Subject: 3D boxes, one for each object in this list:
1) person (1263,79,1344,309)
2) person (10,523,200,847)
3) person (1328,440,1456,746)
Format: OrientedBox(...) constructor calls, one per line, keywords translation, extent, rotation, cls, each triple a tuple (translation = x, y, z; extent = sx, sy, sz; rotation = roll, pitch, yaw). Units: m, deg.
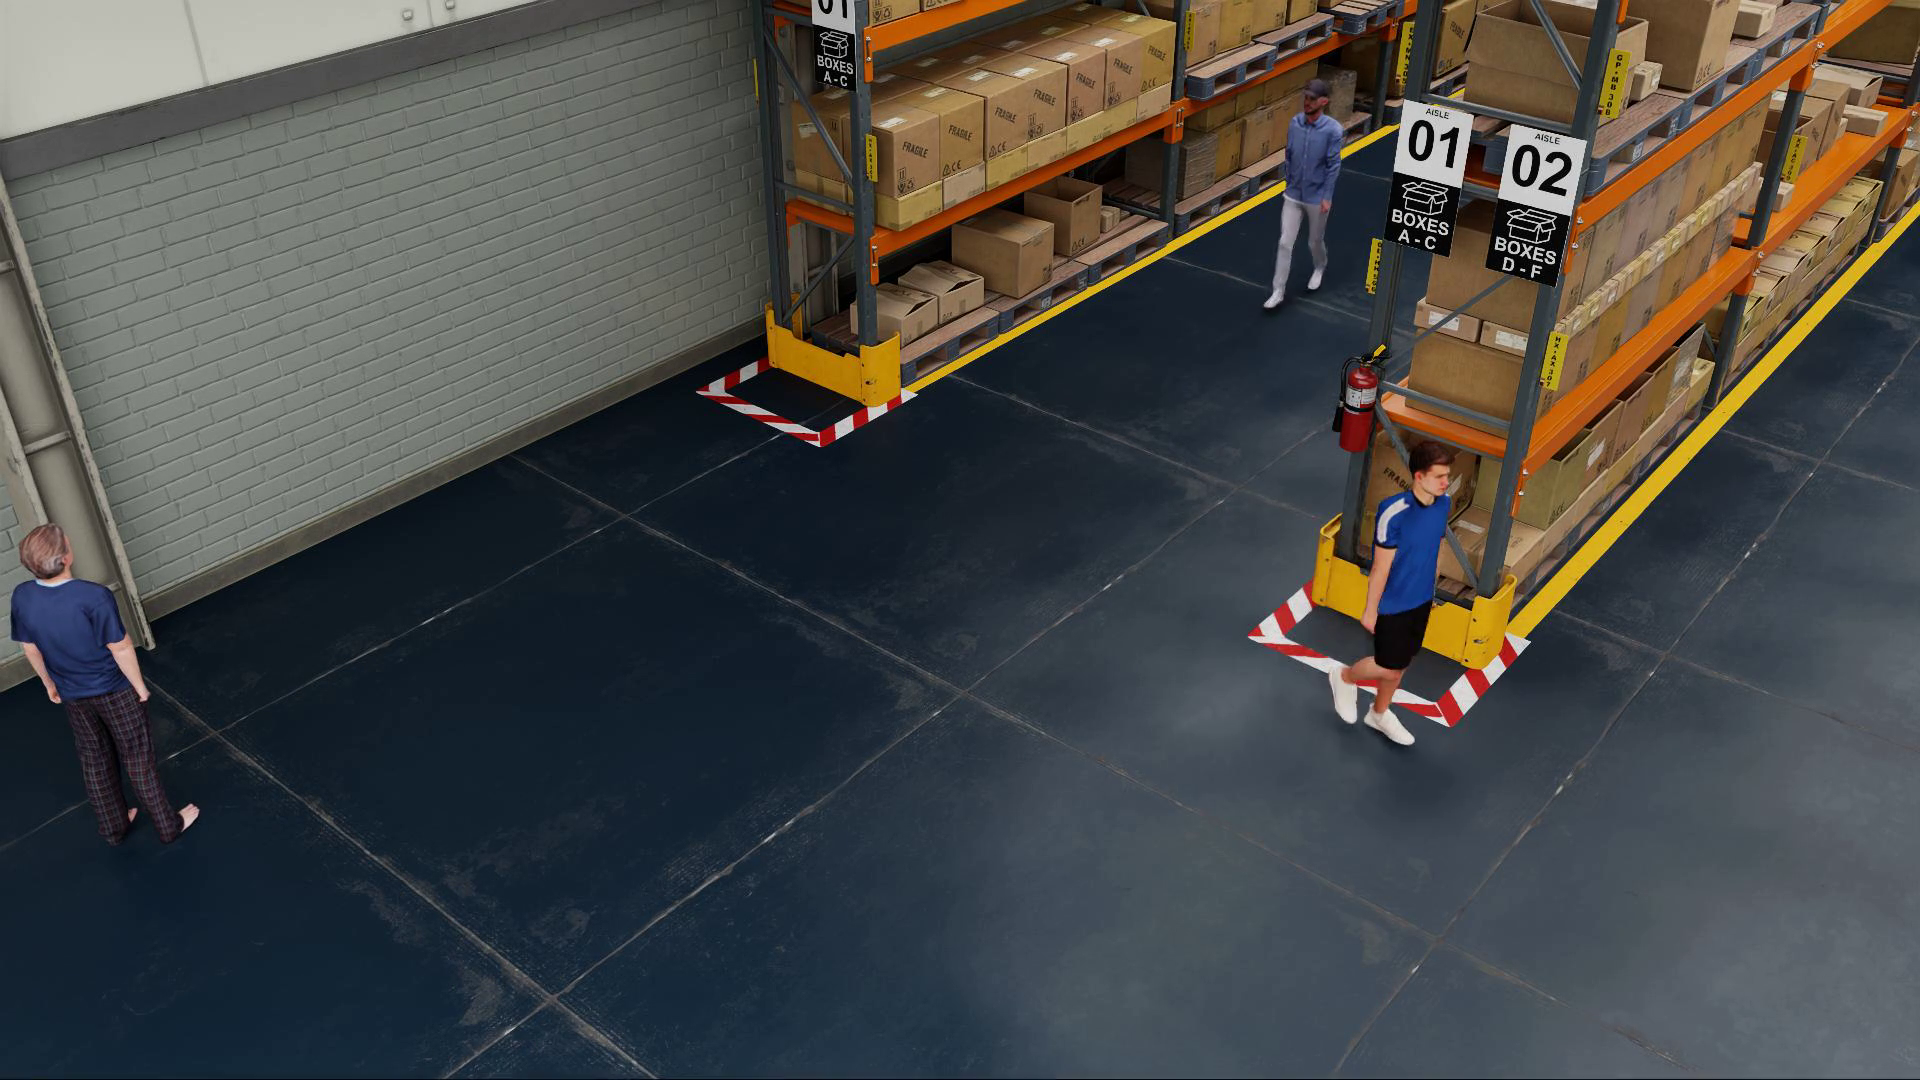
OrientedBox(translation=(2.929, -2.886, 13.771), extent=(0.752, 1.865, 1.164), rotation=(19, 37, 26), cls="person")
OrientedBox(translation=(-4.263, 0.732, 8.203), extent=(0.731, 1.871, 0.768), rotation=(0, 33, 0), cls="person")
OrientedBox(translation=(2.300, 0.262, 8.940), extent=(0.806, 1.854, 0.815), rotation=(-22, 39, -29), cls="person")
